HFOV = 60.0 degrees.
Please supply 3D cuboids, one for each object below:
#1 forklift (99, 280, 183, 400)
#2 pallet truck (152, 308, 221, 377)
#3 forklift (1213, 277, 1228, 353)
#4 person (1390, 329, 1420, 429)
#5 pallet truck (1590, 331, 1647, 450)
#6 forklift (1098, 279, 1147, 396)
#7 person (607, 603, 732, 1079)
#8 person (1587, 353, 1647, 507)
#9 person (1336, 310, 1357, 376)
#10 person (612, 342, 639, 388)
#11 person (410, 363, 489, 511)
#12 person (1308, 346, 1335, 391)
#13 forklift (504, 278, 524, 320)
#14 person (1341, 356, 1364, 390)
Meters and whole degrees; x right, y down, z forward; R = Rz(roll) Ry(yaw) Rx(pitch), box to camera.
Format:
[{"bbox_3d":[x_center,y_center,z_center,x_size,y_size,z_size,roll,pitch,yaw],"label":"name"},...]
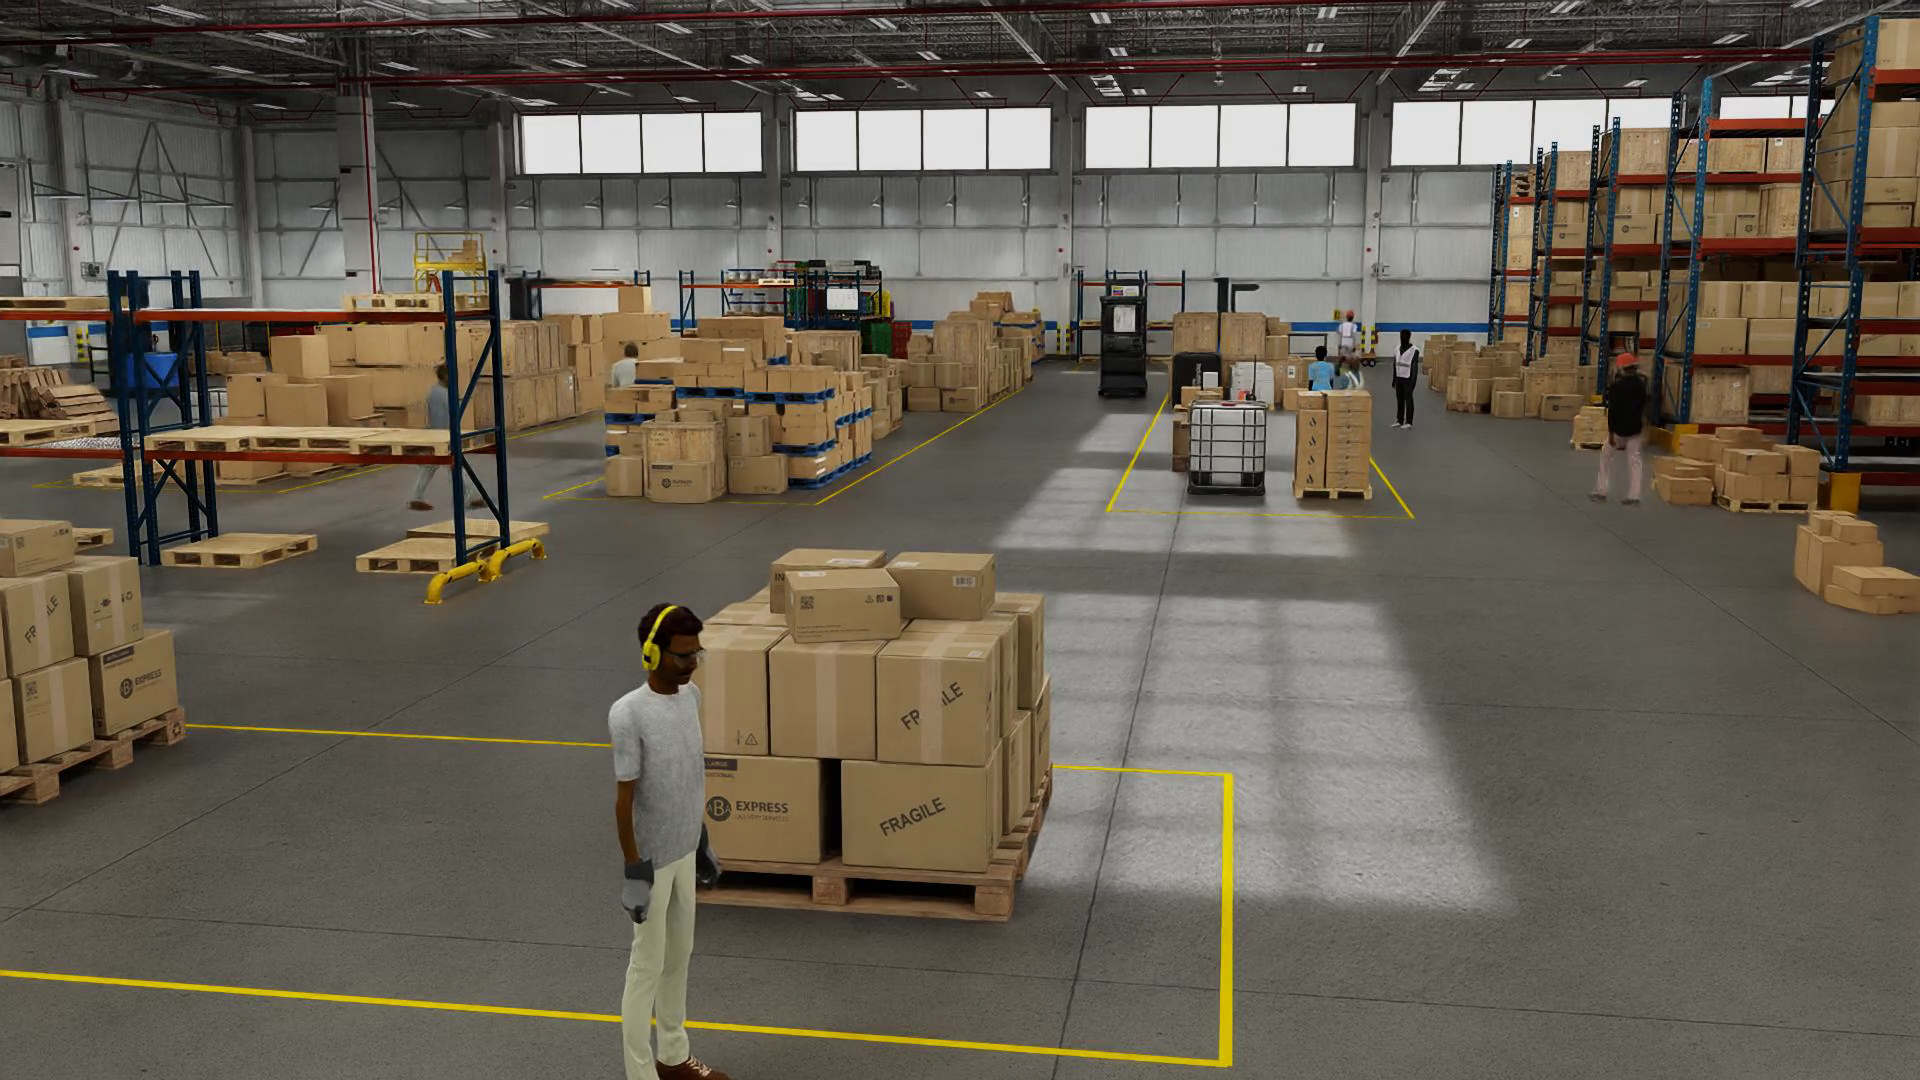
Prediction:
[{"bbox_3d":[-19.310,-4.713,38.979,1.873,2.768,1.129,1,9,9],"label":"forklift"},{"bbox_3d":[-21.869,-5.598,47.154,0.823,1.965,1.885,4,10,26],"label":"pallet truck"},{"bbox_3d":[7.602,-6.240,48.398,1.873,2.768,1.129,1,9,9],"label":"forklift"},{"bbox_3d":[8.577,-3.099,32.019,0.397,1.911,0.587,-5,11,-30],"label":"person"},{"bbox_3d":[11.253,-2.573,28.499,0.823,1.965,1.885,5,10,27],"label":"pallet truck"},{"bbox_3d":[4.005,-4.963,40.526,1.129,2.768,1.873,1,9,8],"label":"forklift"},{"bbox_3d":[-1.040,1.144,5.988,0.328,1.865,0.518,4,10,23],"label":"person"},{"bbox_3d":[8.539,-1.430,21.525,0.614,1.961,0.859,-3,10,-17],"label":"person"},{"bbox_3d":[10.990,-5.566,47.239,0.547,1.914,0.792,7,12,37],"label":"person"},{"bbox_3d":[-5.267,-2.209,26.596,0.645,1.896,1.005,1,9,8],"label":"person"},{"bbox_3d":[-6.497,-1.291,20.959,1.041,1.885,0.655,0,9,3],"label":"person"},{"bbox_3d":[6.426,-2.613,29.660,0.540,1.697,0.317,-3,10,-20],"label":"person"},{"bbox_3d":[-11.968,-5.673,44.904,1.873,2.768,1.129,-3,10,-19],"label":"forklift"},{"bbox_3d":[6.526,-2.286,27.896,0.518,1.619,0.590,-8,12,-39],"label":"person"}]
